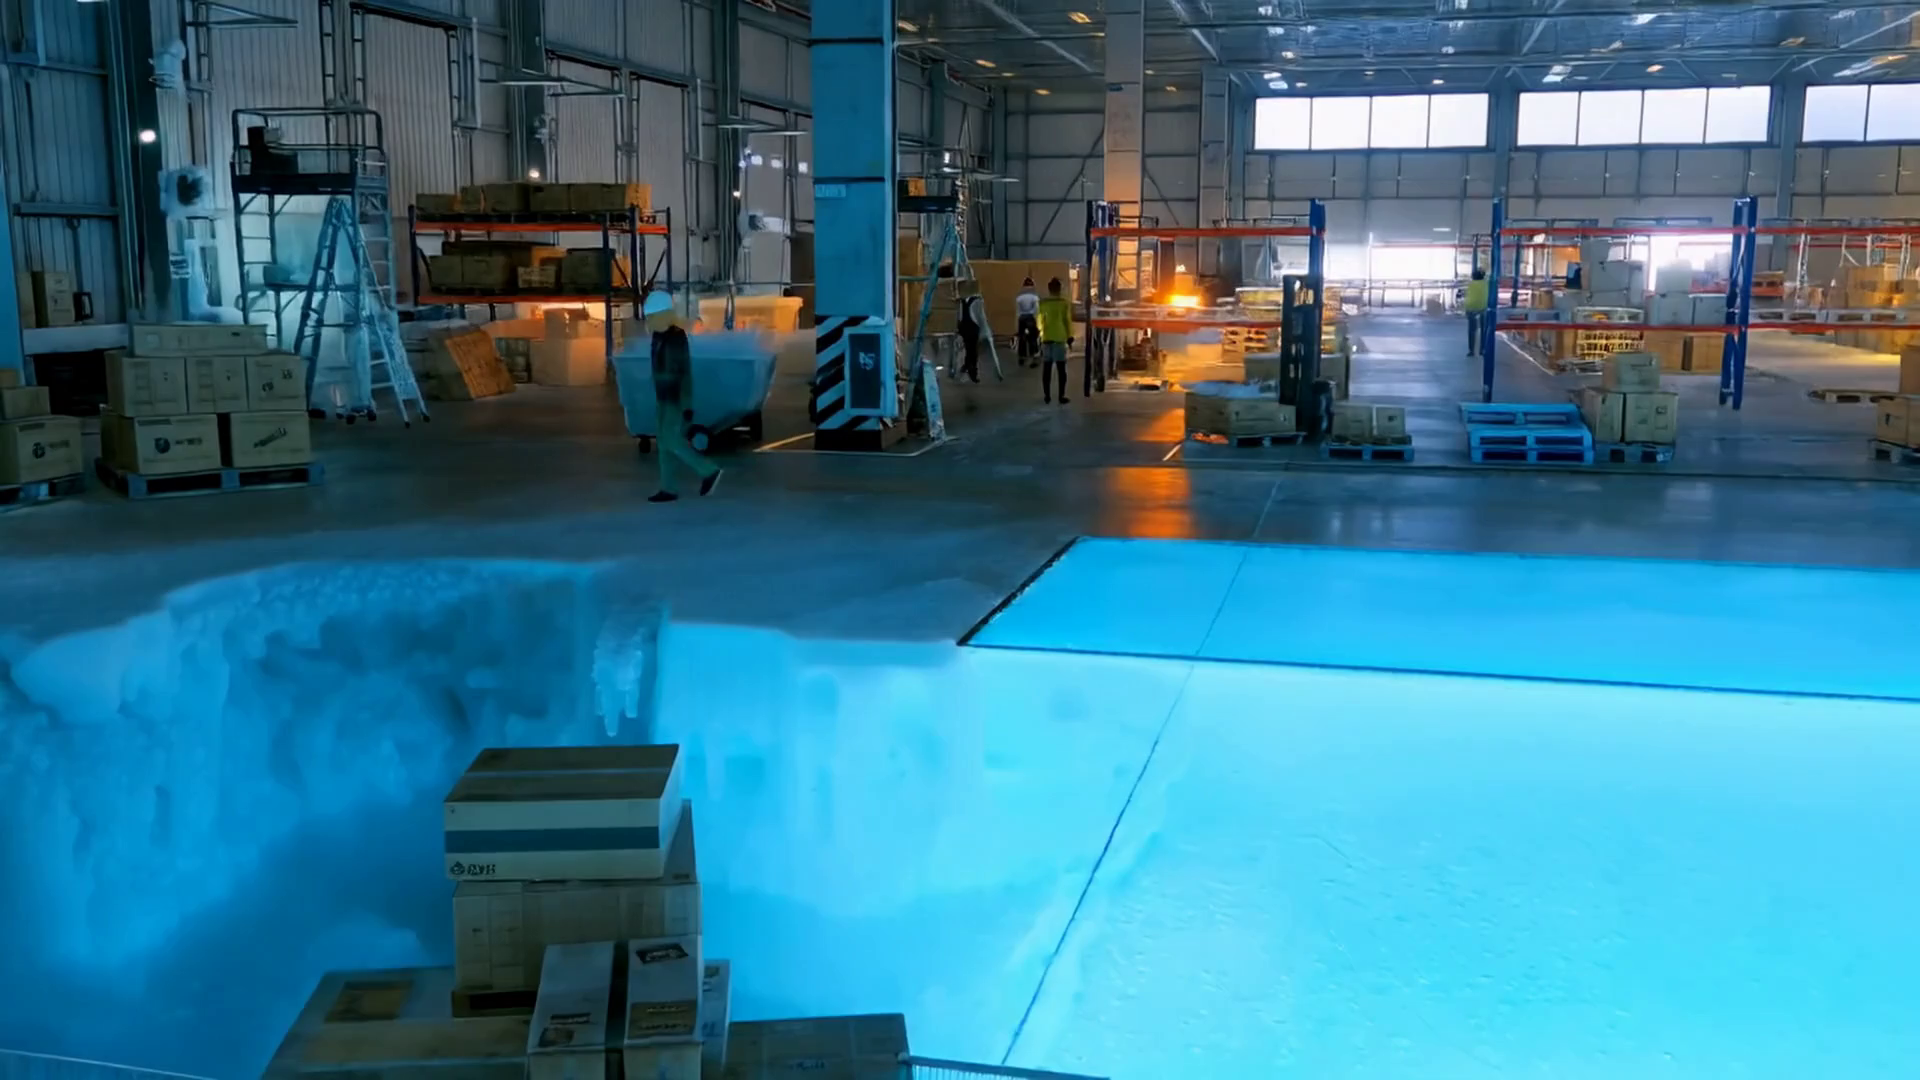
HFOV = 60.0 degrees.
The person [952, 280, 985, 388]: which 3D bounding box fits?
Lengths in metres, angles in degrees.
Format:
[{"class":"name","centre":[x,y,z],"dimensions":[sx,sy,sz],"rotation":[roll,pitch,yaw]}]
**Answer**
[{"class":"person","centre":[0.127,-3.392,27.508],"dimensions":[0.520,1.821,0.781],"rotation":[8,13,40]}]

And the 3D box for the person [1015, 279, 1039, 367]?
[{"class":"person","centre":[1.346,-4.308,33.112],"dimensions":[0.485,1.744,0.308],"rotation":[3,10,16]}]

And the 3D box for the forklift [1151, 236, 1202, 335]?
[{"class":"forklift","centre":[5.866,-7.214,46.878],"dimensions":[1.873,2.768,1.129],"rotation":[2,10,14]}]

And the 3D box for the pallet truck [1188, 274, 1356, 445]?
[{"class":"pallet truck","centre":[3.653,-2.138,19.590],"dimensions":[1.885,1.965,0.823],"rotation":[-4,10,-20]}]

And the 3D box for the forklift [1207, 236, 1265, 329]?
[{"class":"forklift","centre":[8.294,-7.863,50.702],"dimensions":[1.873,2.768,1.129],"rotation":[-2,10,-12]}]

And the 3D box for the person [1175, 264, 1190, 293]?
[{"class":"person","centre":[7.780,-8.736,58.619],"dimensions":[0.628,1.936,0.377],"rotation":[3,10,16]}]

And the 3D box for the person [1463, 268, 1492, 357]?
[{"class":"person","centre":[11.330,-4.965,36.408],"dimensions":[0.628,1.940,0.377],"rotation":[3,10,16]}]

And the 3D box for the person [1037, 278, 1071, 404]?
[{"class":"person","centre":[1.404,-2.967,24.844],"dimensions":[0.521,1.873,0.334],"rotation":[3,10,16]}]

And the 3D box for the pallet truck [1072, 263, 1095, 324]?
[{"class":"pallet truck","centre":[4.325,-8.180,55.162],"dimensions":[0.823,1.965,1.885],"rotation":[6,11,31]}]

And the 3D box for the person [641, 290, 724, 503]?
[{"class":"person","centre":[-2.504,-1.266,14.748],"dimensions":[0.639,1.899,0.636],"rotation":[-6,12,-33]}]
